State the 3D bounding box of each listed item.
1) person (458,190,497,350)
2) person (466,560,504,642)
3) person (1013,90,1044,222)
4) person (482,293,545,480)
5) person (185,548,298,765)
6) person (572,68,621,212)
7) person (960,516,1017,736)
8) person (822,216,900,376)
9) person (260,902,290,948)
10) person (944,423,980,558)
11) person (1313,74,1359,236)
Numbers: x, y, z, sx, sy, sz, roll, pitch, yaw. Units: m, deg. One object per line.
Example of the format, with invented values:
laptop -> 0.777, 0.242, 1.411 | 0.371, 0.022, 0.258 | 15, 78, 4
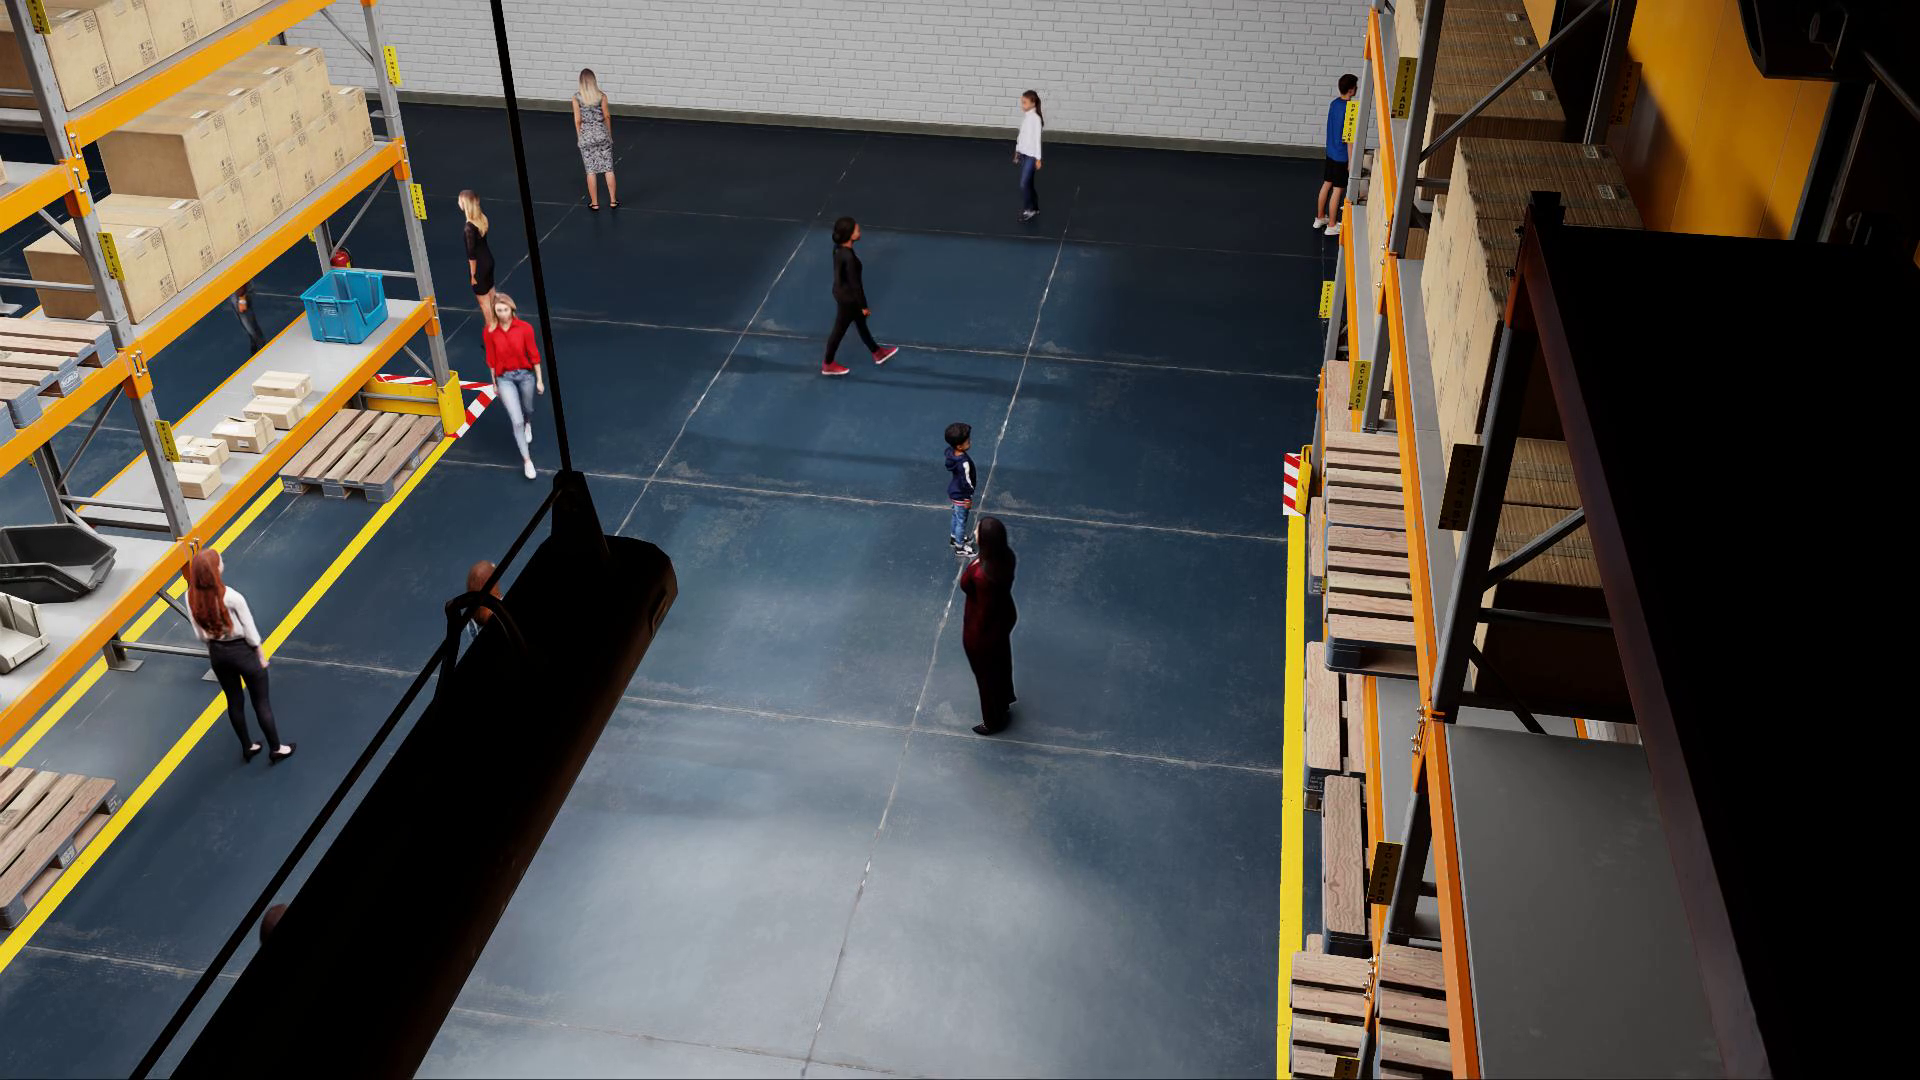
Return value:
person -> -4.819, -2.732, 16.777 | 0.620, 1.674, 0.448 | 2, 34, 3
person -> -3.241, 0.774, 11.680 | 0.601, 1.476, 0.540 | 11, 35, 16
person -> 0.898, -4.553, 19.635 | 0.741, 1.542, 0.680 | -19, 38, -26
person -> -3.964, -1.450, 14.851 | 0.963, 1.672, 1.188 | -11, 35, -16
person -> -4.950, 0.811, 11.370 | 0.587, 1.758, 0.487 | 5, 34, 8
person -> -4.354, -4.763, 19.807 | 0.637, 1.703, 0.624 | -8, 34, -12
person -> 0.221, 0.590, 11.704 | 0.745, 1.757, 0.573 | 9, 35, 13
person -> -1.181, -2.338, 16.214 | 0.969, 1.641, 1.067 | -9, 35, -13
person -> -3.428, 2.575, 8.780 | 0.676, 1.687, 0.694 | -12, 35, -18
person -> 0.005, -0.427, 13.718 | 0.648, 1.221, 0.544 | -8, 34, -12
person -> 4.376, -4.471, 19.219 | 0.801, 1.866, 0.695 | -13, 36, -18
